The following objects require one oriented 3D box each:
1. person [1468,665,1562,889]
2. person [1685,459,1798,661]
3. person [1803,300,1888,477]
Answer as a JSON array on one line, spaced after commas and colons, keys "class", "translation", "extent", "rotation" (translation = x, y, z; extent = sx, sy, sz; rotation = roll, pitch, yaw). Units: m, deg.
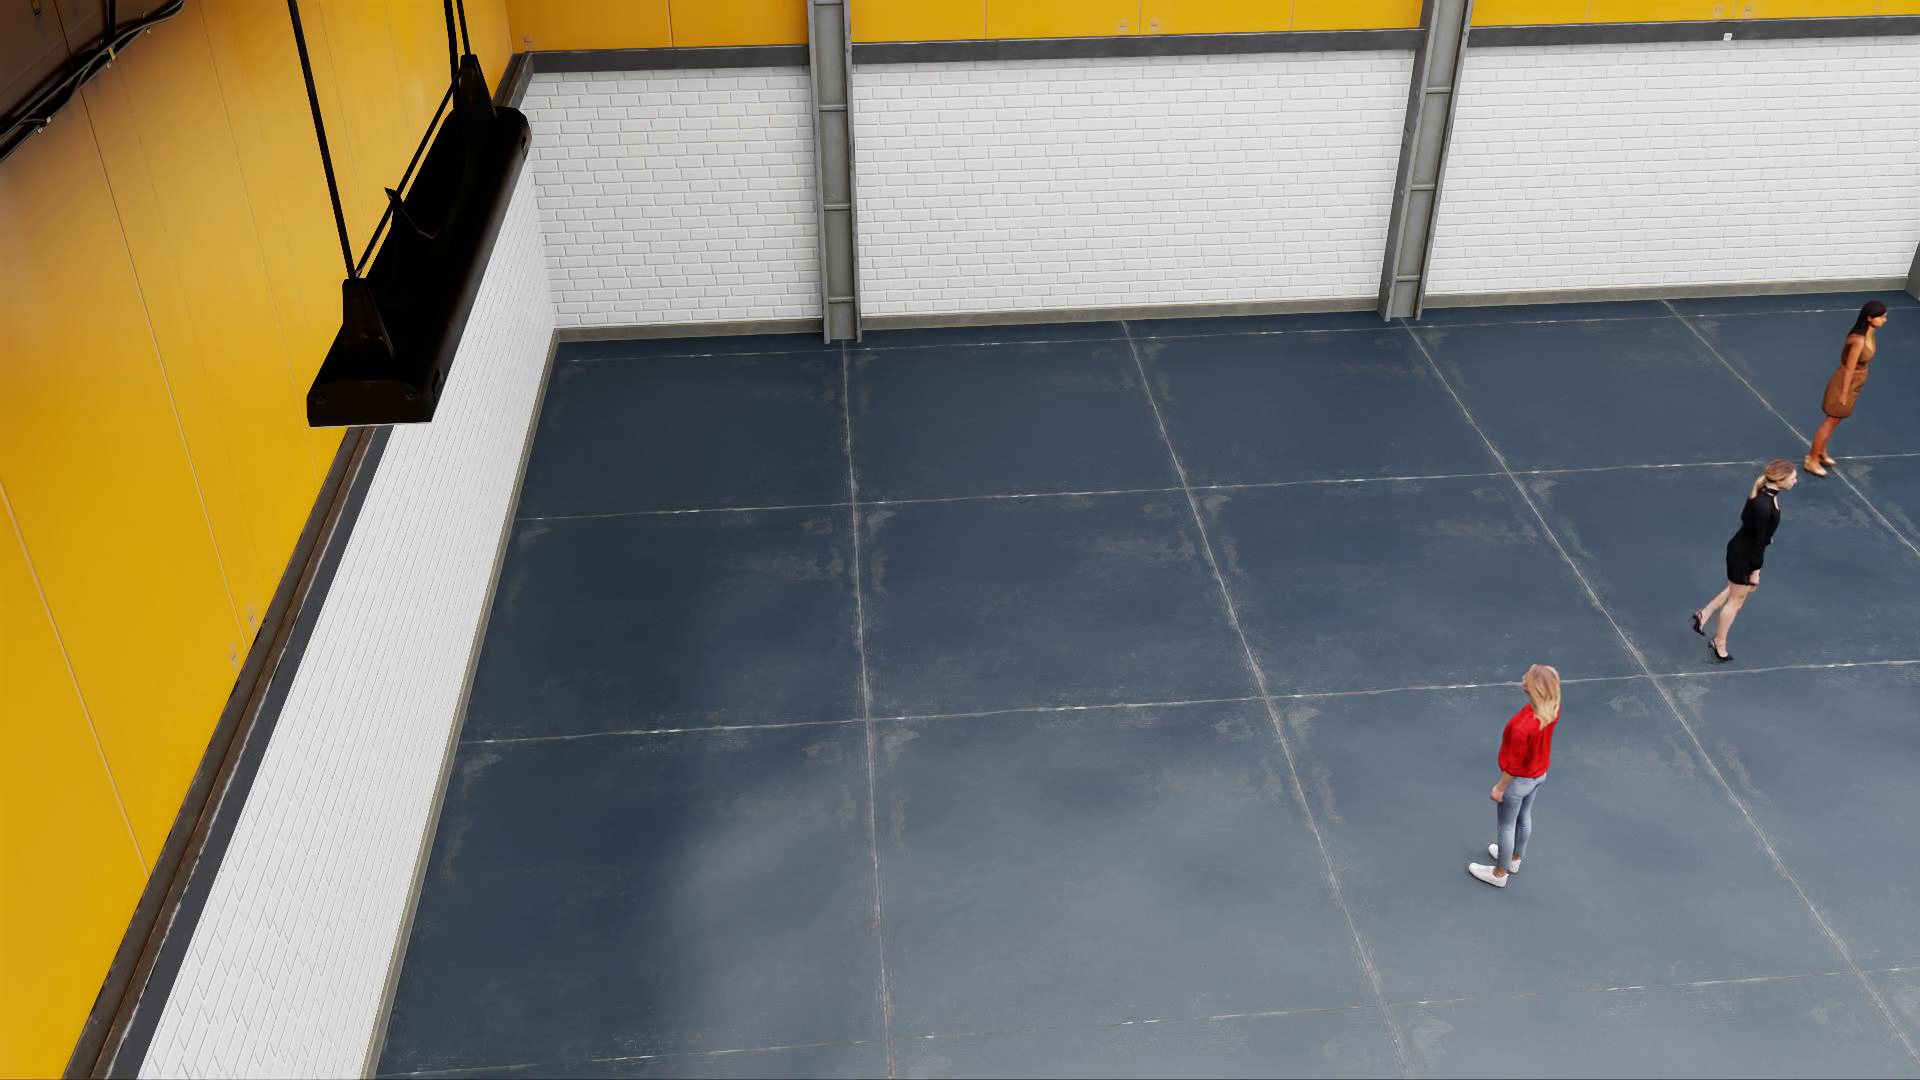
[{"class": "person", "translation": [3.553, 1.490, 10.518], "extent": [0.655, 1.705, 0.742], "rotation": [-28, 43, -35]}, {"class": "person", "translation": [5.852, 0.130, 12.514], "extent": [0.774, 1.761, 0.721], "rotation": [11, 35, 16]}, {"class": "person", "translation": [7.899, -1.372, 14.840], "extent": [0.691, 1.687, 0.635], "rotation": [24, 40, 31]}]
